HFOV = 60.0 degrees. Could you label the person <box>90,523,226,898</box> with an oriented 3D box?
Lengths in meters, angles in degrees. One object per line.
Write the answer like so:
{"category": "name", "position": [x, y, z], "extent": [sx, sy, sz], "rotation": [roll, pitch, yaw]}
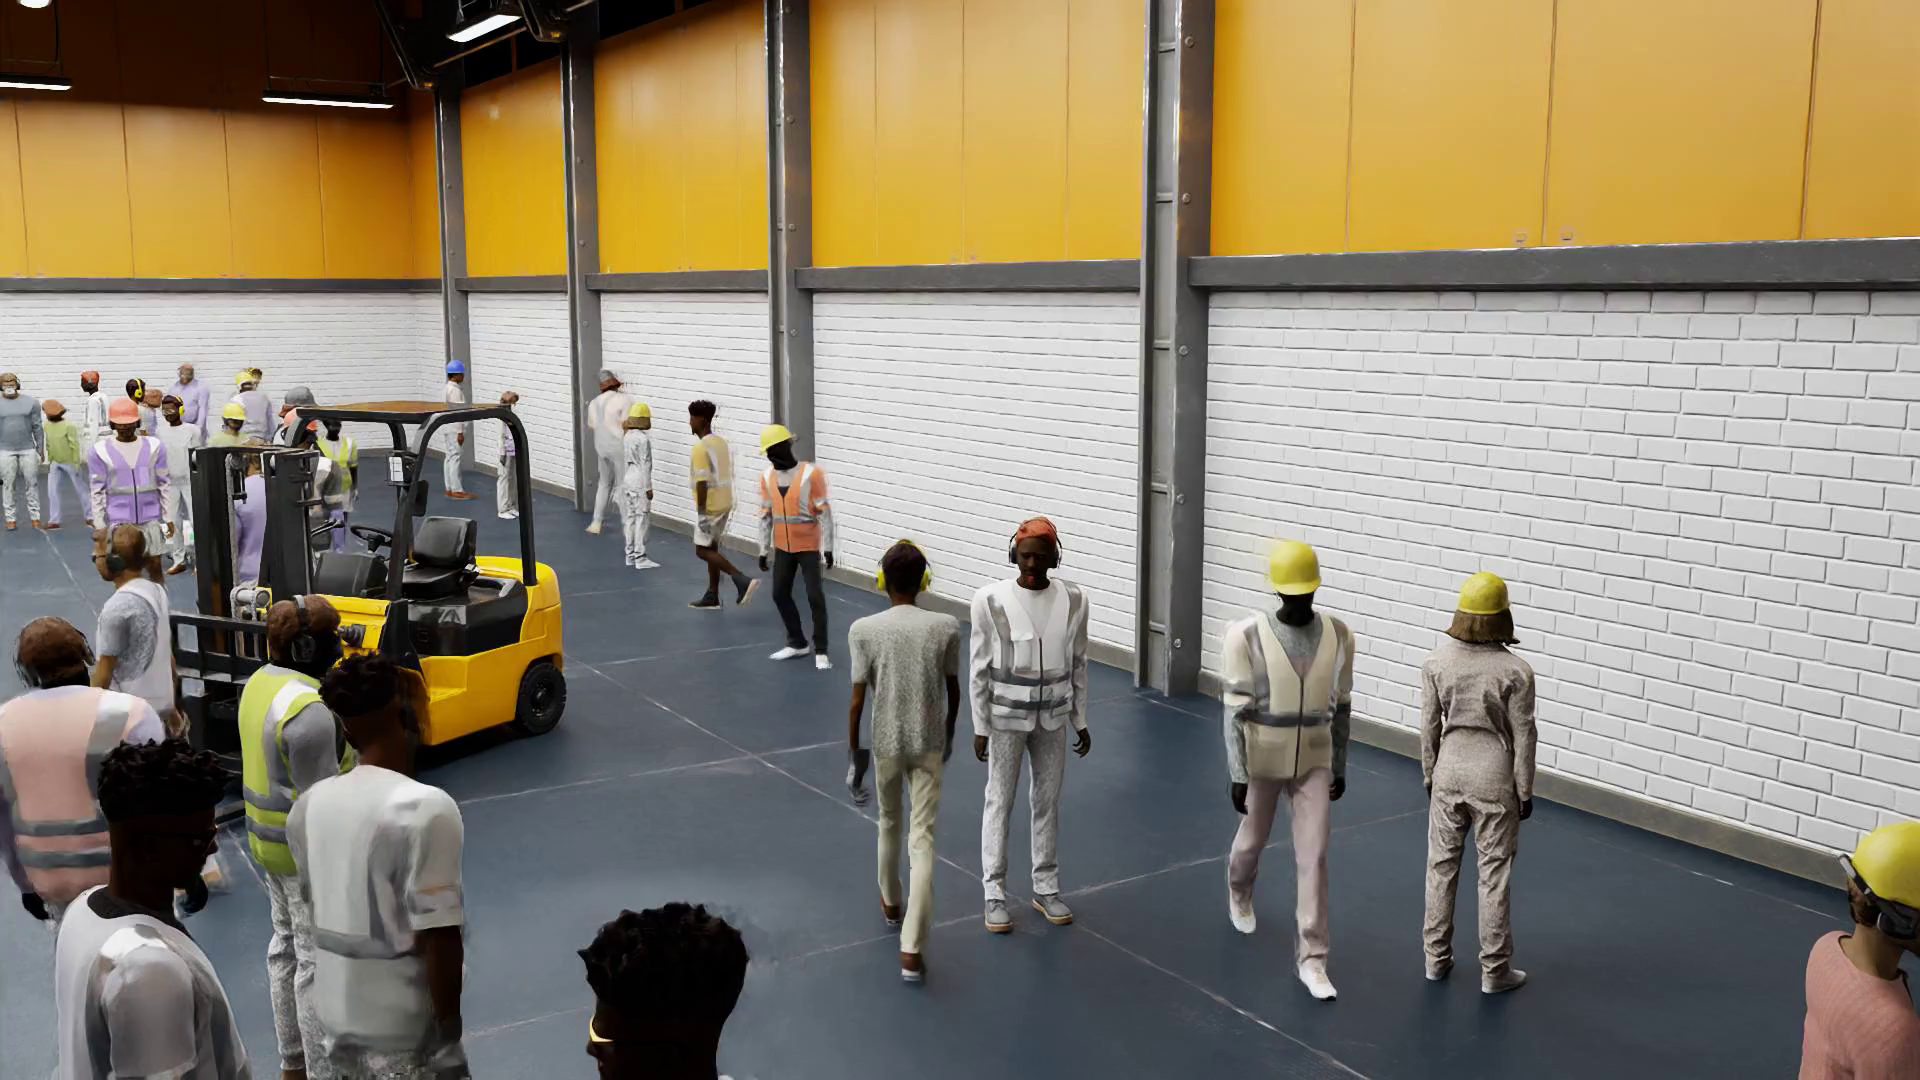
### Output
{"category": "person", "position": [-3.927, 0.814, 7.870], "extent": [0.849, 1.811, 0.512], "rotation": [-1, 9, -7]}

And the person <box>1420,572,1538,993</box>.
{"category": "person", "position": [2.143, 0.995, 6.890], "extent": [0.487, 1.746, 0.289], "rotation": [7, 11, 38]}

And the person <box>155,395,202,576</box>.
{"category": "person", "position": [-7.954, -0.557, 16.980], "extent": [0.512, 1.861, 0.325], "rotation": [1, 8, 4]}

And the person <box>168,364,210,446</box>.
{"category": "person", "position": [-11.477, -1.706, 24.785], "extent": [0.642, 1.846, 0.997], "rotation": [0, 8, 3]}

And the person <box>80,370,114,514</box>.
{"category": "person", "position": [-11.269, -1.275, 21.748], "extent": [0.358, 1.880, 0.576], "rotation": [-2, 9, -14]}

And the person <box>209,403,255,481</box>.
{"category": "person", "position": [-7.747, -0.599, 17.643], "extent": [0.675, 1.739, 0.550], "rotation": [7, 11, 38]}

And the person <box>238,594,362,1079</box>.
{"category": "person", "position": [-2.270, 1.100, 5.860], "extent": [0.429, 1.844, 0.625], "rotation": [-7, 11, -39]}

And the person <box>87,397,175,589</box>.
{"category": "person", "position": [-6.920, -0.186, 13.924], "extent": [0.613, 2.028, 0.409], "rotation": [-6, 10, -36]}

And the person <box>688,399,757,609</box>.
{"category": "person", "position": [-2.162, -0.306, 15.013], "extent": [0.628, 1.944, 0.631], "rotation": [3, 9, 16]}

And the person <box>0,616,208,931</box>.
{"category": "person", "position": [-2.941, 1.151, 5.658], "extent": [0.682, 1.804, 0.603], "rotation": [1, 8, 4]}

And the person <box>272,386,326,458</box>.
{"category": "person", "position": [-6.146, -0.435, 15.532], "extent": [0.540, 2.000, 0.692], "rotation": [-4, 9, -23]}

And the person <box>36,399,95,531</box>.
{"category": "person", "position": [-10.917, -0.916, 20.280], "extent": [0.560, 1.593, 0.573], "rotation": [2, 9, 16]}

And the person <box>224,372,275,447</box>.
{"category": "person", "position": [-9.774, -1.399, 22.831], "extent": [0.718, 1.794, 0.630], "rotation": [7, 11, 39]}

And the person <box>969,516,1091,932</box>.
{"category": "person", "position": [0.319, 0.826, 7.560], "extent": [0.572, 1.885, 0.358], "rotation": [-3, 9, -17]}

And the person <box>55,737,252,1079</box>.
{"category": "person", "position": [-1.696, 1.382, 3.562], "extent": [0.381, 1.958, 0.603], "rotation": [-7, 11, -40]}

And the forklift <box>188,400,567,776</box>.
{"category": "forklift", "position": [-3.529, 0.258, 10.348], "extent": [1.214, 2.155, 2.313], "rotation": [4, 9, 25]}

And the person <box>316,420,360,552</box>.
{"category": "person", "position": [-6.582, -0.538, 17.443], "extent": [0.544, 1.679, 0.427], "rotation": [-8, 12, -44]}

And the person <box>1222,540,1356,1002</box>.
{"category": "person", "position": [1.371, 0.902, 7.114], "extent": [0.593, 1.885, 0.967], "rotation": [-1, 9, -8]}

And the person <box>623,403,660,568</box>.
{"category": "person", "position": [-3.363, -0.574, 17.509], "extent": [0.324, 1.737, 0.488], "rotation": [-6, 10, -35]}

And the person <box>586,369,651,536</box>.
{"category": "person", "position": [-4.047, -1.062, 19.760], "extent": [0.829, 2.000, 0.539], "rotation": [7, 11, 39]}

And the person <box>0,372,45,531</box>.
{"category": "person", "position": [-11.500, -1.076, 20.252], "extent": [0.635, 1.929, 0.382], "rotation": [-6, 10, -35]}

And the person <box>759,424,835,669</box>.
{"category": "person", "position": [-1.248, 0.054, 12.816], "extent": [0.666, 1.886, 0.400], "rotation": [5, 10, 30]}

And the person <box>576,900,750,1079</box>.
{"category": "person", "position": [-0.349, 1.523, 2.693], "extent": [0.855, 1.940, 0.606], "rotation": [-1, 9, -7]}

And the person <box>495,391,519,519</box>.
{"category": "person", "position": [-5.777, -1.089, 21.302], "extent": [0.310, 1.637, 0.525], "rotation": [1, 9, 8]}

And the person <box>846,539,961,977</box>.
{"category": "person", "position": [-0.242, 0.908, 7.256], "extent": [0.495, 1.816, 0.975], "rotation": [0, 8, 0]}

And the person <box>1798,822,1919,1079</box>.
{"category": "person", "position": [2.002, 1.467, 3.682], "extent": [0.344, 1.756, 0.532], "rotation": [2, 9, 13]}

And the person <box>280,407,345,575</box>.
{"category": "person", "position": [-4.928, 0.021, 12.508], "extent": [0.602, 2.035, 0.408], "rotation": [-1, 9, -9]}

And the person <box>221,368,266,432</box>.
{"category": "person", "position": [-10.332, -1.586, 24.094], "extent": [0.956, 1.801, 0.591], "rotation": [7, 11, 41]}

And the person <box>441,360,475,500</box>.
{"category": "person", "position": [-7.051, -1.534, 23.252], "extent": [0.406, 1.947, 0.606], "rotation": [-5, 10, -30]}

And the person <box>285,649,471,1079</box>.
{"category": "person", "position": [-1.470, 1.277, 4.427], "extent": [0.777, 1.930, 0.378], "rotation": [6, 10, 36]}
